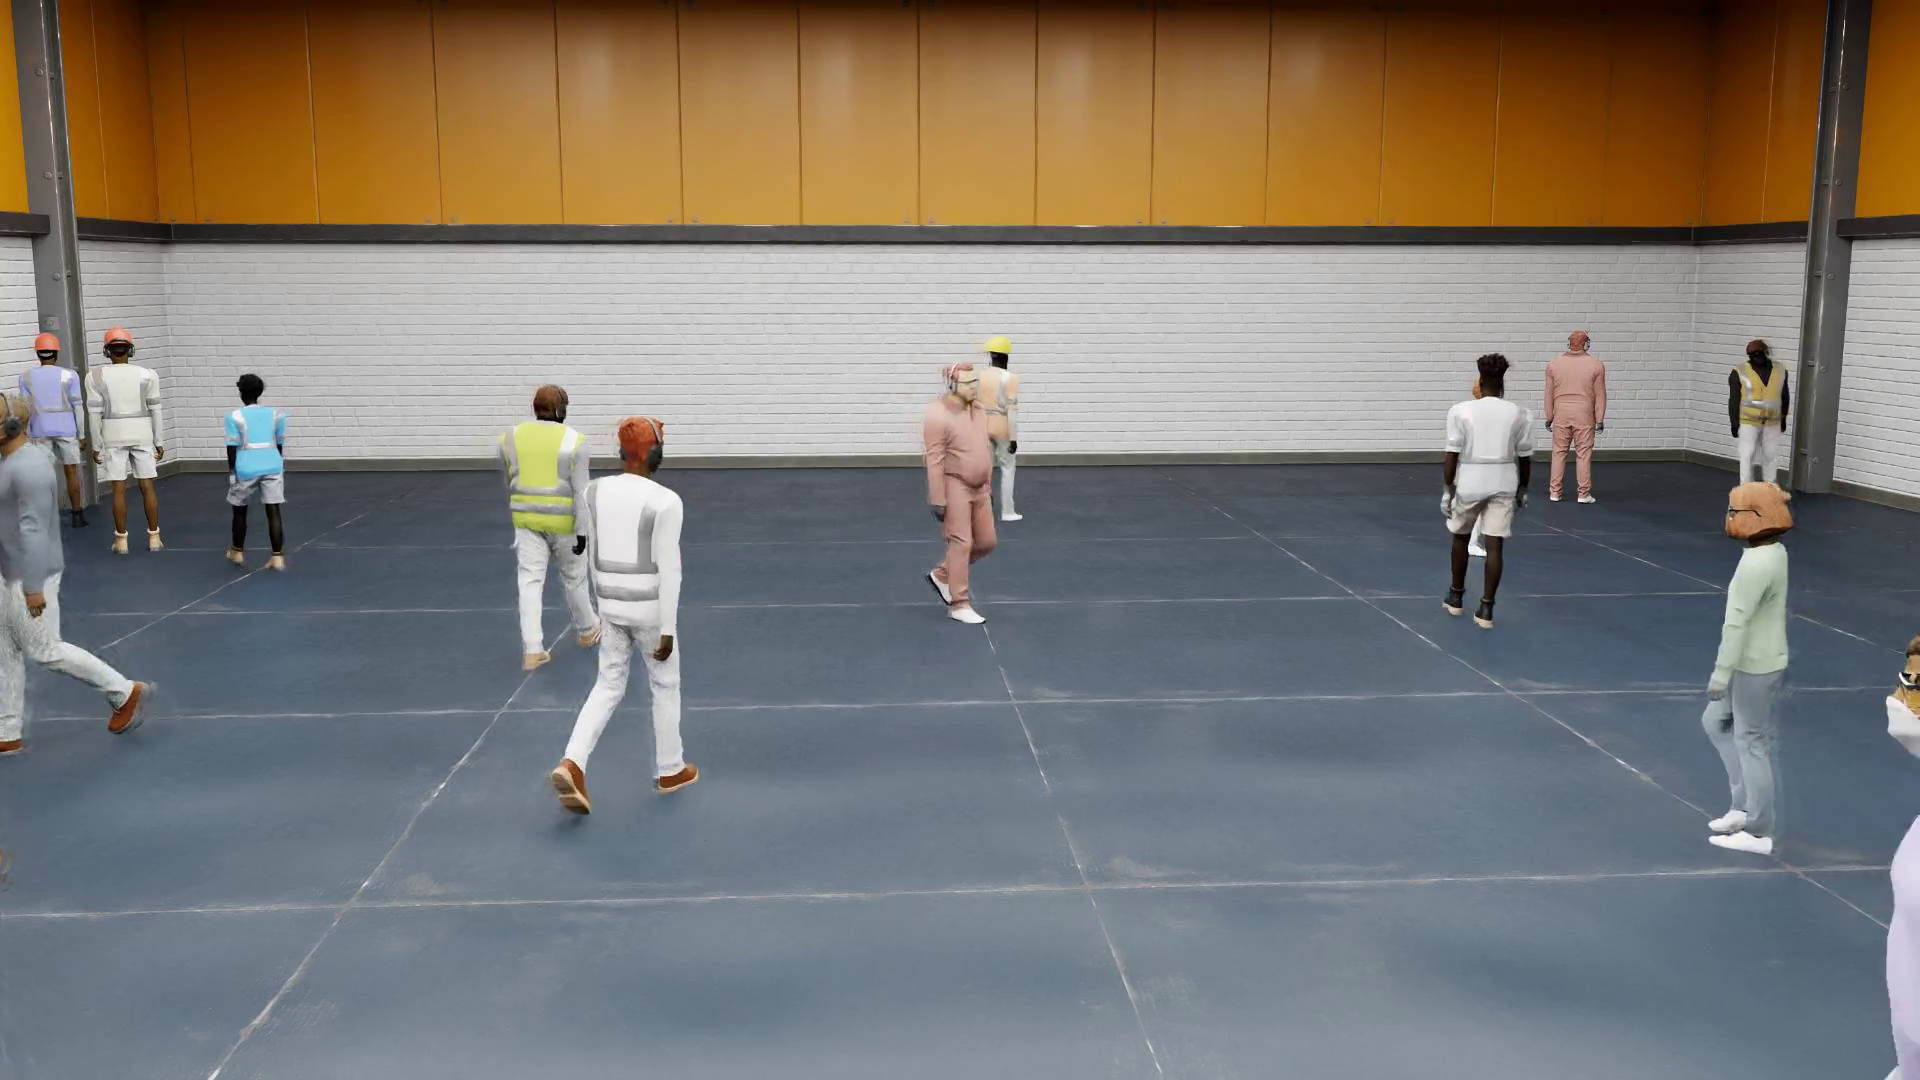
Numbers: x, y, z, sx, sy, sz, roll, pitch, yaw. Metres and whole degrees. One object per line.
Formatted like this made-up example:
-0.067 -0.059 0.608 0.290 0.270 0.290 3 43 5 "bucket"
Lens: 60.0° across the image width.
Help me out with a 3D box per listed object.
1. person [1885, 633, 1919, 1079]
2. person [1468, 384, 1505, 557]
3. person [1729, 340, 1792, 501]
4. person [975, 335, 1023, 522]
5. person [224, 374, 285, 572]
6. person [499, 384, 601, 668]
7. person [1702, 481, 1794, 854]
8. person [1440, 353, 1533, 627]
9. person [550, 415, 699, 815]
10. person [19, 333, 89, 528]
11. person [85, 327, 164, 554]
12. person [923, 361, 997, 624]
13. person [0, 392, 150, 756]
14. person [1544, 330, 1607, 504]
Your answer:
1.922 1.076 3.001 0.813 1.915 0.639 4 10 24 "person"
4.634 -0.651 14.858 0.345 1.602 0.598 -3 9 -17 "person"
8.794 -1.296 18.261 0.726 1.803 0.471 0 9 3 "person"
0.320 -1.098 16.695 0.590 1.905 0.781 8 12 41 "person"
-6.007 -0.574 14.153 0.545 1.660 0.813 -9 13 -44 "person"
-2.651 -0.115 10.857 0.623 1.791 0.932 1 9 5 "person"
3.387 0.555 7.209 0.423 1.618 0.501 6 11 32 "person"
3.788 -0.380 12.058 0.649 1.934 0.832 1 9 7 "person"
-1.558 0.347 7.782 0.577 1.861 0.861 4 10 25 "person"
-8.941 -1.074 16.428 0.546 1.937 0.359 -3 9 -17 "person"
-7.500 -0.891 14.969 0.606 2.038 0.382 -6 11 -32 "person"
-0.013 -0.351 12.035 0.528 1.890 0.671 6 11 35 "person"
-4.785 0.177 8.664 0.857 1.912 0.639 -8 12 -42 "person"
6.744 -1.346 18.231 0.651 1.907 0.409 6 11 33 "person"
